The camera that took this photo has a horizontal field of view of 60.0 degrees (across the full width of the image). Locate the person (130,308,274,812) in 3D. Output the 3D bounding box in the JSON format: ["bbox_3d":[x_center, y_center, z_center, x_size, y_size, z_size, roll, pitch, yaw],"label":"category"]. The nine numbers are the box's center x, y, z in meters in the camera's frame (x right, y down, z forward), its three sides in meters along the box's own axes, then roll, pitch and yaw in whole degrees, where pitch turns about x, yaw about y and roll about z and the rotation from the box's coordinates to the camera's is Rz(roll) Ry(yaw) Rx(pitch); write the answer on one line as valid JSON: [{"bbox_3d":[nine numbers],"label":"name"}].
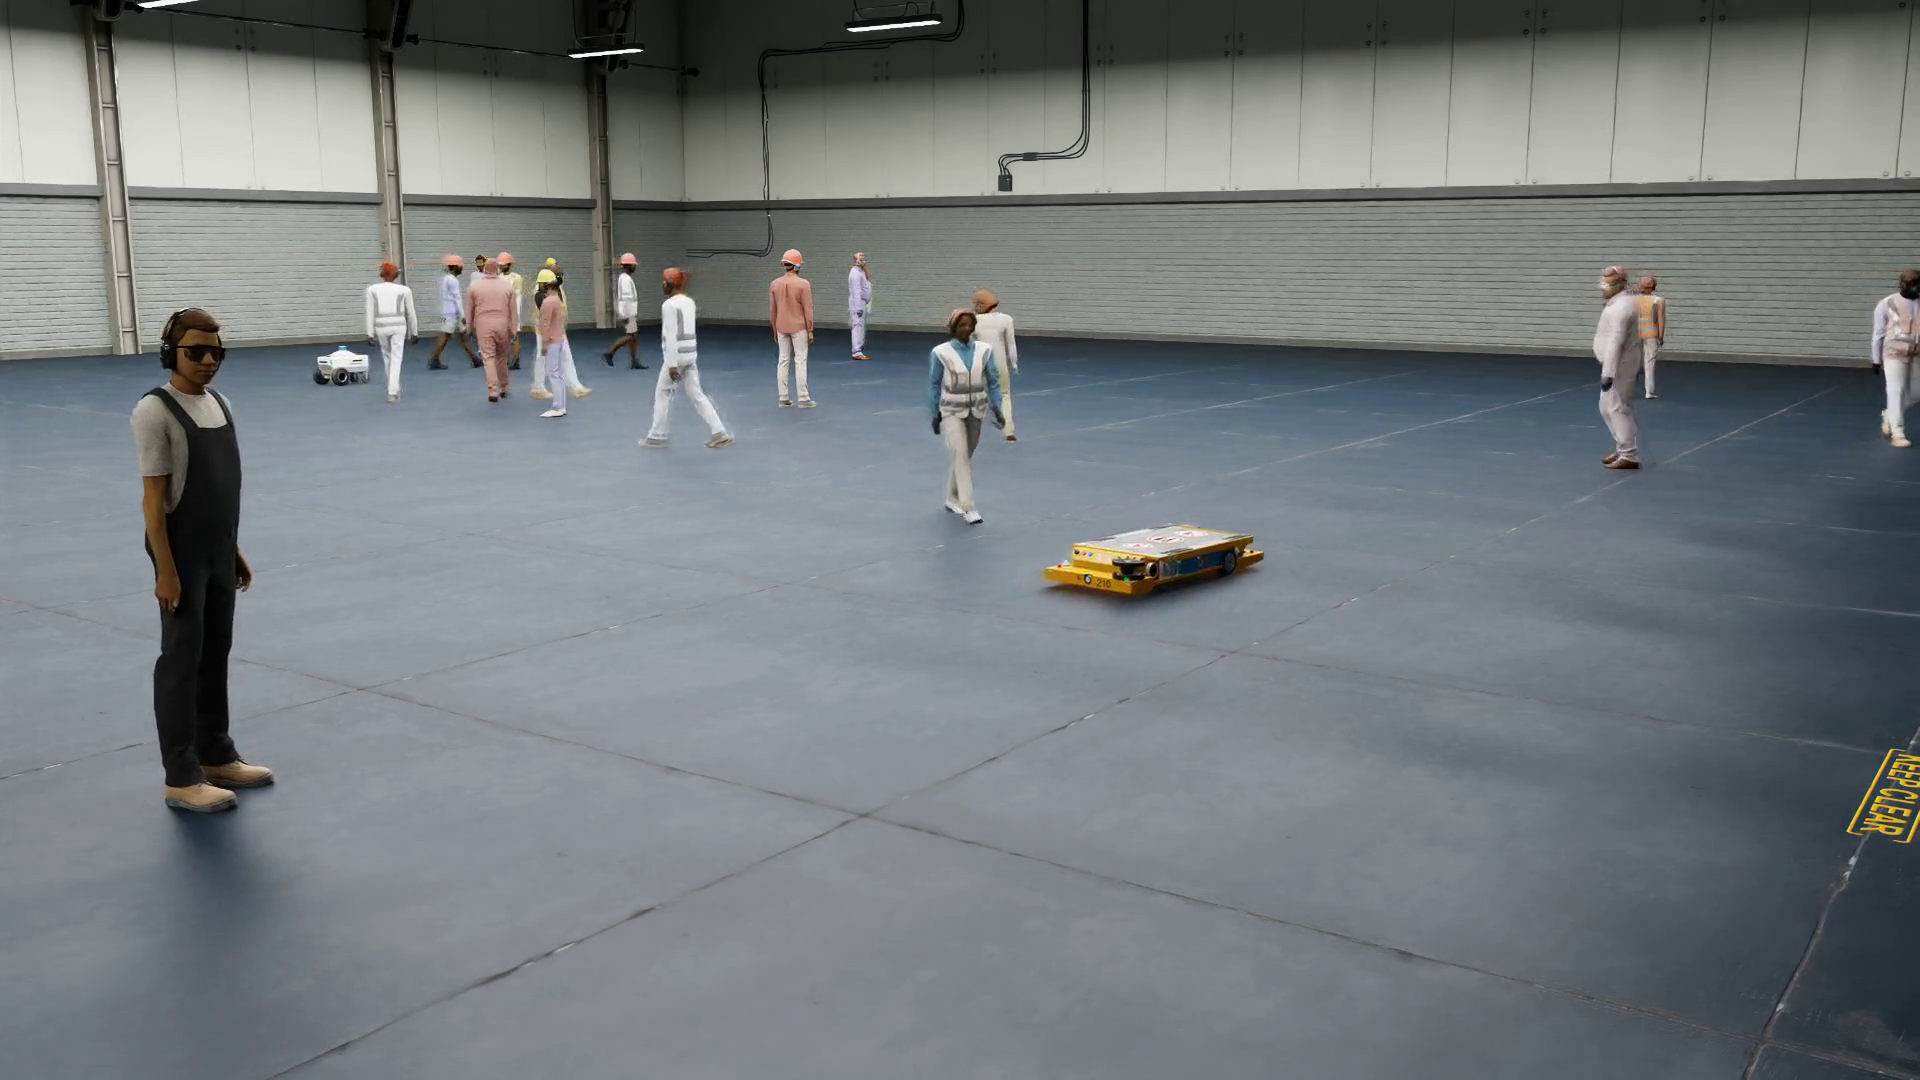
[{"bbox_3d":[-2.818,0.067,6.170,0.346,1.842,0.505,1,10,7],"label":"person"}]

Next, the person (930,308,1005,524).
[{"bbox_3d":[0.039,-0.939,12.498,0.525,1.589,0.861,-5,11,-24],"label":"person"}]

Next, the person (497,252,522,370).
[{"bbox_3d":[-7.457,-3.733,27.232,0.582,1.918,0.601,6,12,28],"label":"person"}]

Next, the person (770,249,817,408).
[{"bbox_3d":[-2.107,-2.660,21.016,0.608,1.995,0.377,5,11,25],"label":"person"}]

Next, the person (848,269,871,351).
[{"bbox_3d":[-1.939,-4.454,32.072,0.531,1.620,0.328,5,11,28],"label":"person"}]

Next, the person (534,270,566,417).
[{"bbox_3d":[-4.922,-2.355,19.973,0.325,1.763,0.533,0,10,-2],"label":"person"}]

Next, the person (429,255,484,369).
[{"bbox_3d":[-8.325,-3.749,27.441,1.020,1.880,0.561,-4,11,-23],"label":"person"}]

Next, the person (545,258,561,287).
[{"bbox_3d":[-8.608,-5.077,35.193,0.331,1.767,0.527,3,11,17],"label":"person"}]

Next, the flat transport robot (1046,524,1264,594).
[{"bbox_3d":[1.240,0.099,10.392,0.652,0.197,1.431,9,14,42],"label":"flat transport robot"}]

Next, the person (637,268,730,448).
[{"bbox_3d":[-2.796,-1.834,16.858,0.979,1.842,0.595,4,11,20],"label":"person"}]

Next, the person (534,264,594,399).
[{"bbox_3d":[-5.336,-2.751,22.100,0.886,1.794,0.650,2,10,12],"label":"person"}]

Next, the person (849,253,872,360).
[{"bbox_3d":[-1.780,-4.161,29.674,0.409,1.907,0.651,-1,10,-5],"label":"person"}]

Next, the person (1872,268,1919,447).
[{"bbox_3d":[9.734,-1.887,17.167,0.636,1.825,0.718,1,10,5],"label":"person"}]

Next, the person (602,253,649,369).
[{"bbox_3d":[-5.514,-3.745,27.312,0.671,1.920,0.548,-2,10,-12],"label":"person"}]

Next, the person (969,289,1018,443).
[{"bbox_3d":[0.329,-1.798,17.276,0.558,1.613,0.392,1,10,4],"label":"person"}]

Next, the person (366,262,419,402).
[{"bbox_3d":[-7.487,-2.748,21.974,0.600,1.830,1.002,-1,10,-7],"label":"person"}]

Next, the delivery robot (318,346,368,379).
[{"bbox_3d":[-9.097,-2.614,24.532,0.477,0.478,0.707,6,12,31],"label":"delivery robot"}]

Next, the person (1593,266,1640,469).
[{"bbox_3d":[6.058,-1.574,15.285,0.502,1.870,0.668,4,11,20],"label":"person"}]

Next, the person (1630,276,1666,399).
[{"bbox_3d":[9.147,-2.700,22.239,0.519,1.640,0.307,7,12,34],"label":"person"}]

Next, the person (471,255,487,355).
[{"bbox_3d":[-8.852,-4.366,30.961,0.517,1.863,0.314,1,10,4],"label":"person"}]

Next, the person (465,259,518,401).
[{"bbox_3d":[-6.229,-2.795,22.138,0.665,1.853,0.983,-4,11,-19],"label":"person"}]
